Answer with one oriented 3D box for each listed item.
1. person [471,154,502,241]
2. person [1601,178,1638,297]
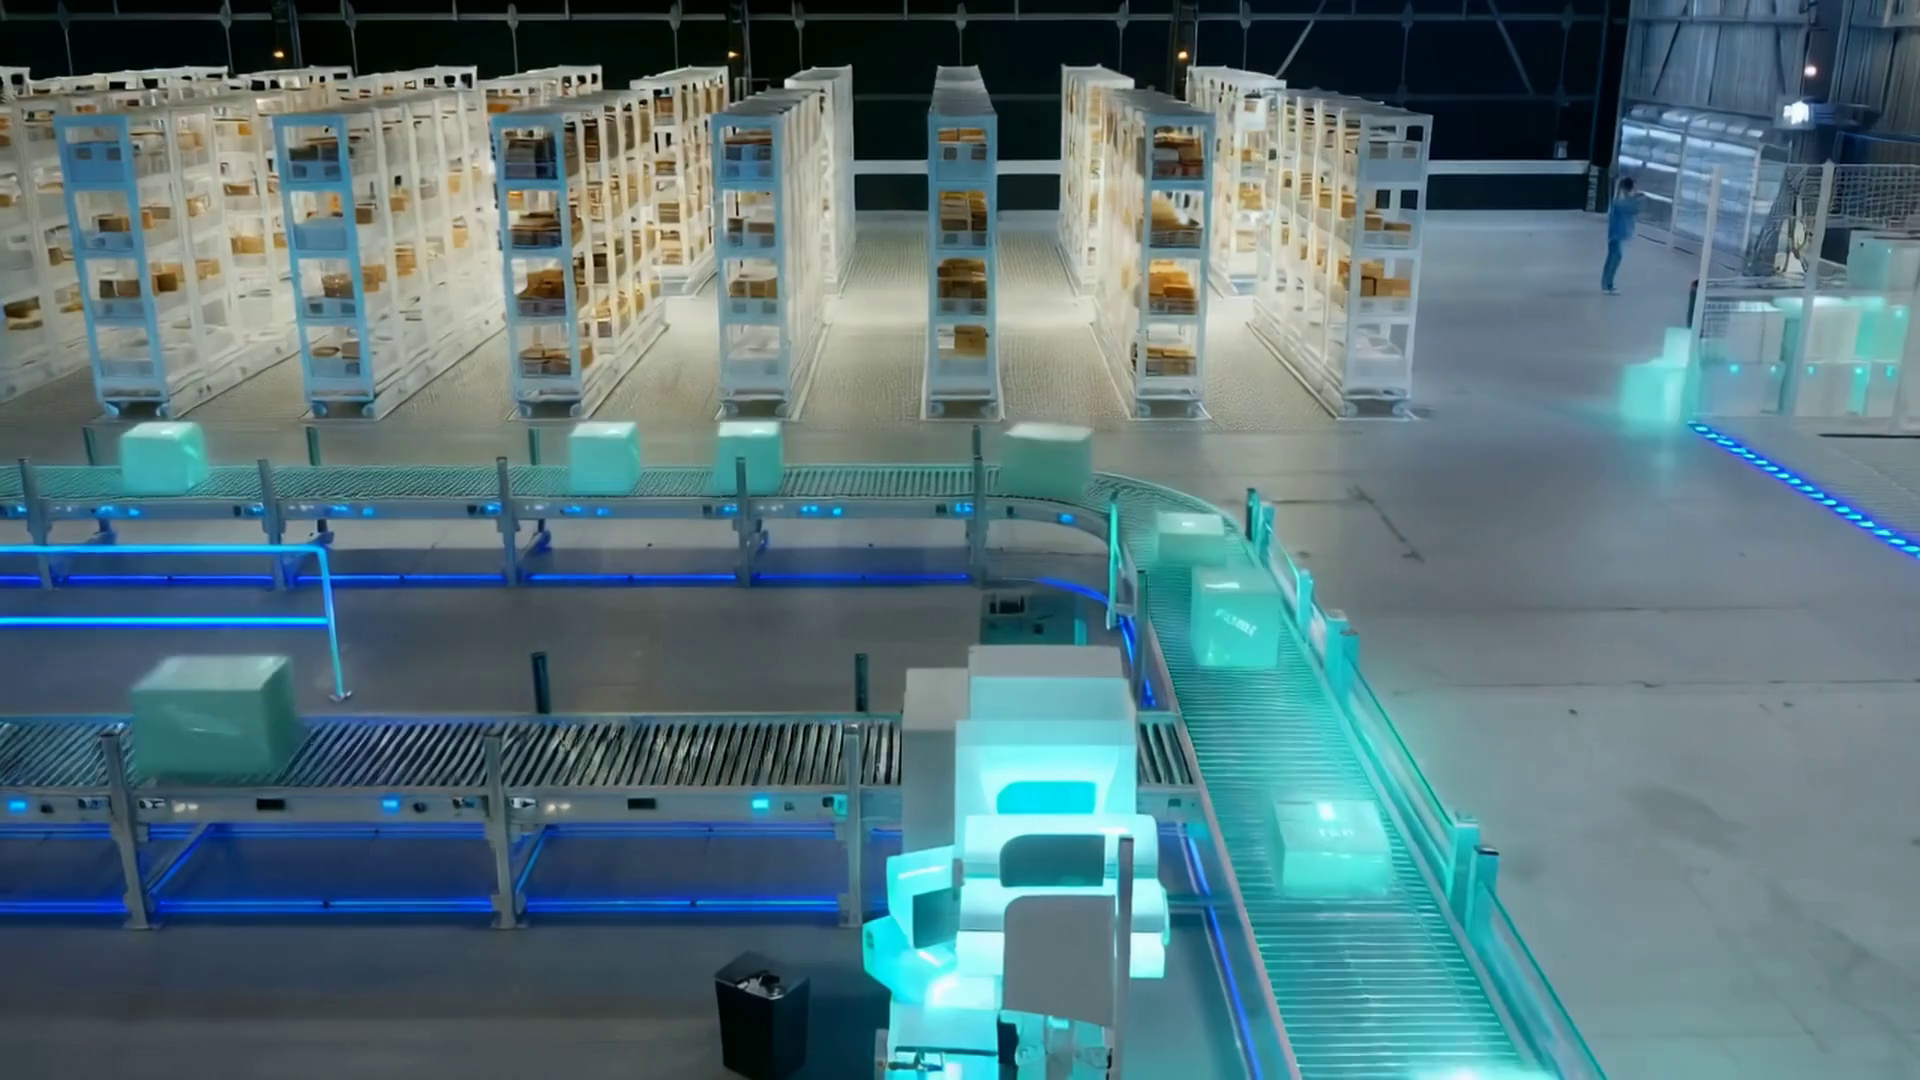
[{"bbox_3d":[-10.030,-7.117,34.653,0.928,1.781,0.608,-3,18,-9],"label":"person"},{"bbox_3d":[11.209,-5.137,28.261,0.400,1.986,0.608,2,18,6],"label":"person"}]
